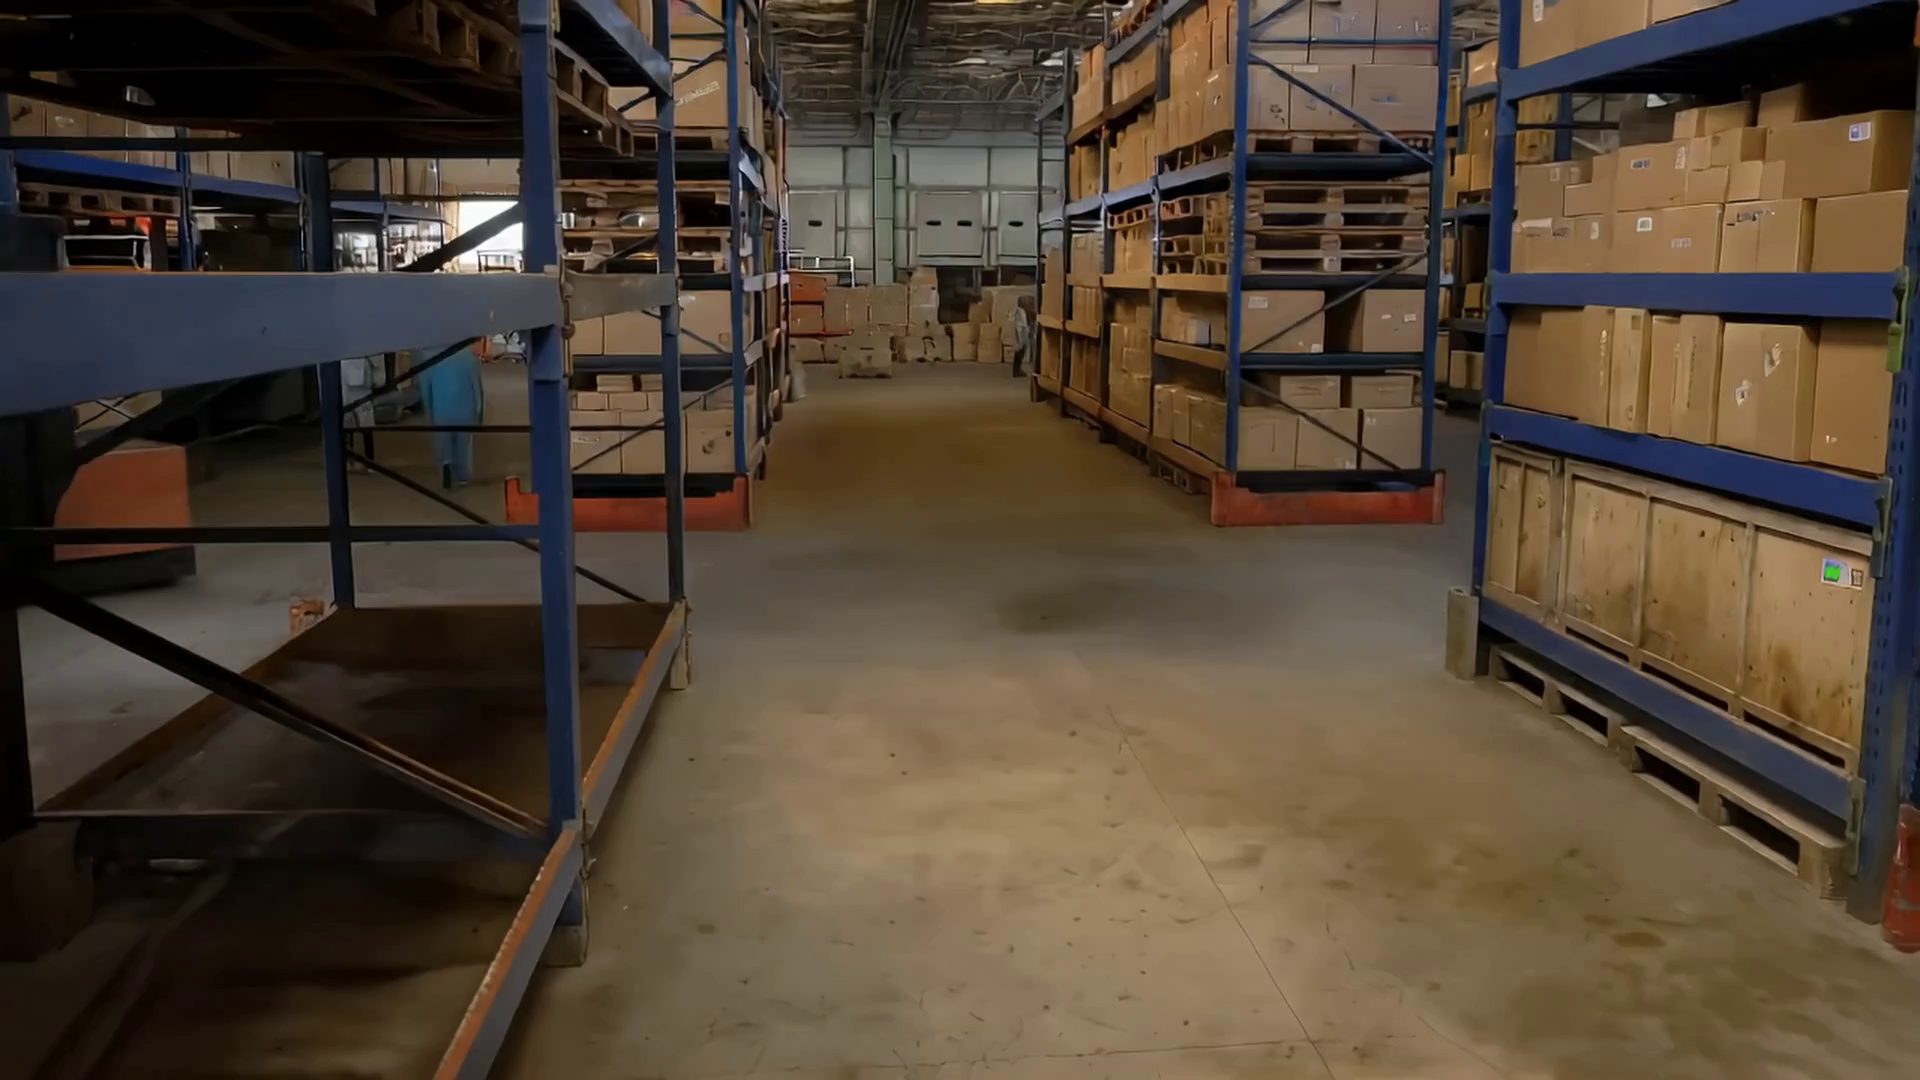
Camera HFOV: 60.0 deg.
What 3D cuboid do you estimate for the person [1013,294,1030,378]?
[{"bbox_3d":[1.437,-4.784,39.030,0.373,1.966,0.605,4,10,23],"label":"person"}]

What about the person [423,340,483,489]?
[{"bbox_3d":[-5.662,-1.493,18.609,0.655,1.887,0.731,-2,9,-12],"label":"person"}]

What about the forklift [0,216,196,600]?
[{"bbox_3d":[-6.938,-1.002,12.422,1.129,2.768,1.873,8,12,40],"label":"forklift"}]

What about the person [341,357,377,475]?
[{"bbox_3d":[-7.285,-1.624,20.035,0.534,1.697,0.318,-6,11,-33],"label":"person"}]
